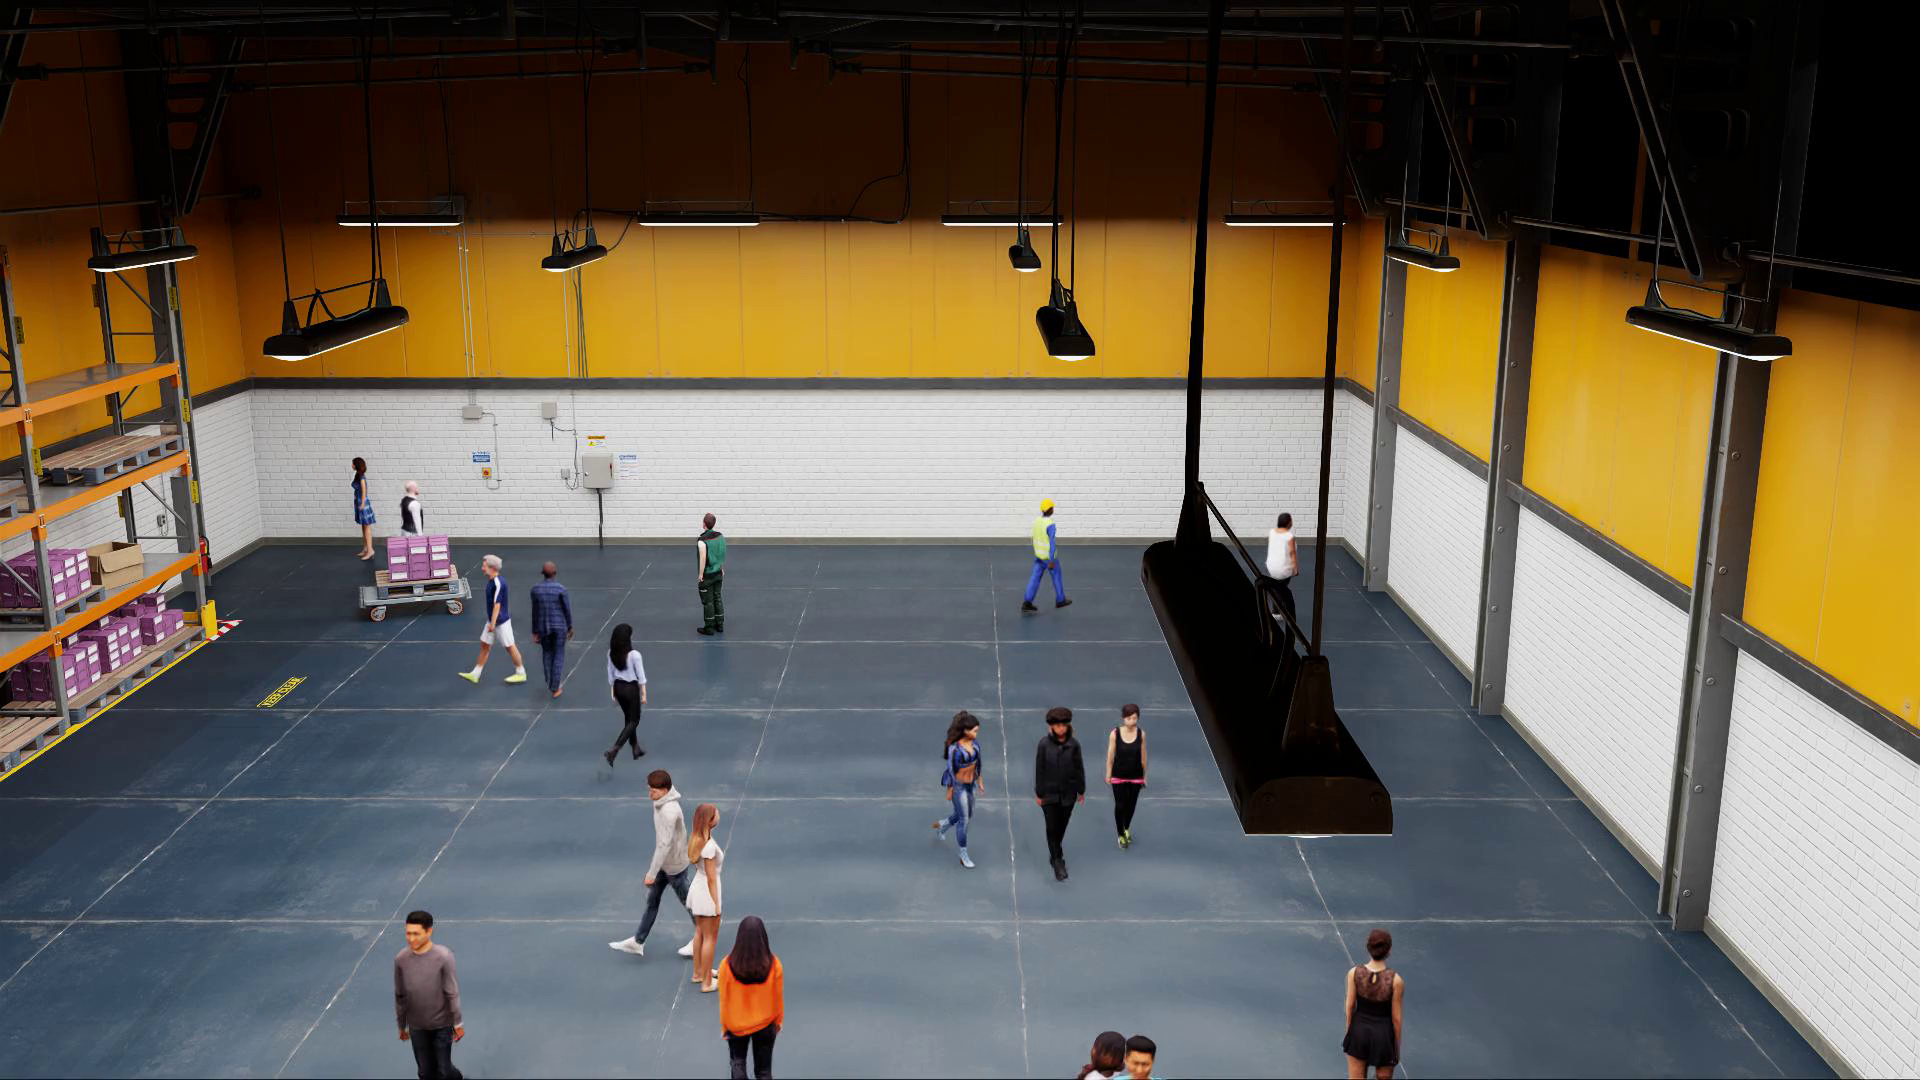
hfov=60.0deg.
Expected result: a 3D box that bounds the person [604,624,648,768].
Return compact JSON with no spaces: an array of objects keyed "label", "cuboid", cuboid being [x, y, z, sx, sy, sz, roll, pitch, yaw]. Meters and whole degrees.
[{"label":"person","cuboid":[-3.936,1.847,19.428,0.935,1.721,1.158,6,15,23]}]

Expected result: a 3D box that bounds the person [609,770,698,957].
[{"label":"person","cuboid":[-2.483,2.905,14.893,1.079,1.799,1.184,-7,15,-27]}]

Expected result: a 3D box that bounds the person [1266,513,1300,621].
[{"label":"person","cuboid":[4.871,0.420,25.441,0.951,1.665,0.934,-8,16,-31]}]

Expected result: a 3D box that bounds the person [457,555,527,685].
[{"label":"person","cuboid":[-6.120,1.091,22.395,1.046,1.796,1.155,-7,15,-25]}]

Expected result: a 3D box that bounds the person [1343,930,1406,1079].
[{"label":"person","cuboid":[2.995,3.640,12.136,0.683,1.668,0.719,5,15,21]}]

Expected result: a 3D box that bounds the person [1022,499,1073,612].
[{"label":"person","cuboid":[1.256,0.278,25.799,1.215,1.773,1.221,-10,17,-37]}]

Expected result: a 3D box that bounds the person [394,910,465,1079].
[{"label":"person","cuboid":[-3.883,3.541,12.354,0.794,1.757,0.714,0,14,0]}]

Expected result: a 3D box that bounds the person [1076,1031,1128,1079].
[{"label":"person","cuboid":[0.790,3.964,10.735,0.886,1.698,0.818,8,16,30]}]

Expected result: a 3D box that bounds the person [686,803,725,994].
[{"label":"person","cuboid":[-2.206,3.079,14.399,0.707,1.695,0.606,-6,15,-23]}]

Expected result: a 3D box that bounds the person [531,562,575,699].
[{"label":"person","cuboid":[-5.394,1.199,21.949,0.661,1.795,0.849,1,14,3]}]

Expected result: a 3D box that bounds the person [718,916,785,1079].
[{"label":"person","cuboid":[-1.524,3.600,12.152,0.645,1.738,0.628,-1,14,-6]}]

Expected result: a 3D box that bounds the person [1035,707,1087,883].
[{"label":"person","cuboid":[0.966,2.494,16.693,0.800,1.751,1.075,-3,14,-14]}]

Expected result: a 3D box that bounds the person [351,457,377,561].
[{"label":"person","cuboid":[-10.506,-0.565,29.209,0.784,1.806,0.671,-8,16,-28]}]

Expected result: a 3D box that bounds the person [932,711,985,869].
[{"label":"person","cuboid":[-0.018,2.506,16.945,0.985,1.610,0.953,12,18,41]}]

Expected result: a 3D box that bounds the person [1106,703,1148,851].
[{"label":"person","cuboid":[1.735,2.425,17.434,0.618,1.537,0.719,-2,14,-9]}]

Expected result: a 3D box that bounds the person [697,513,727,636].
[{"label":"person","cuboid":[-3.724,0.491,24.772,0.808,1.843,0.719,10,17,34]}]
